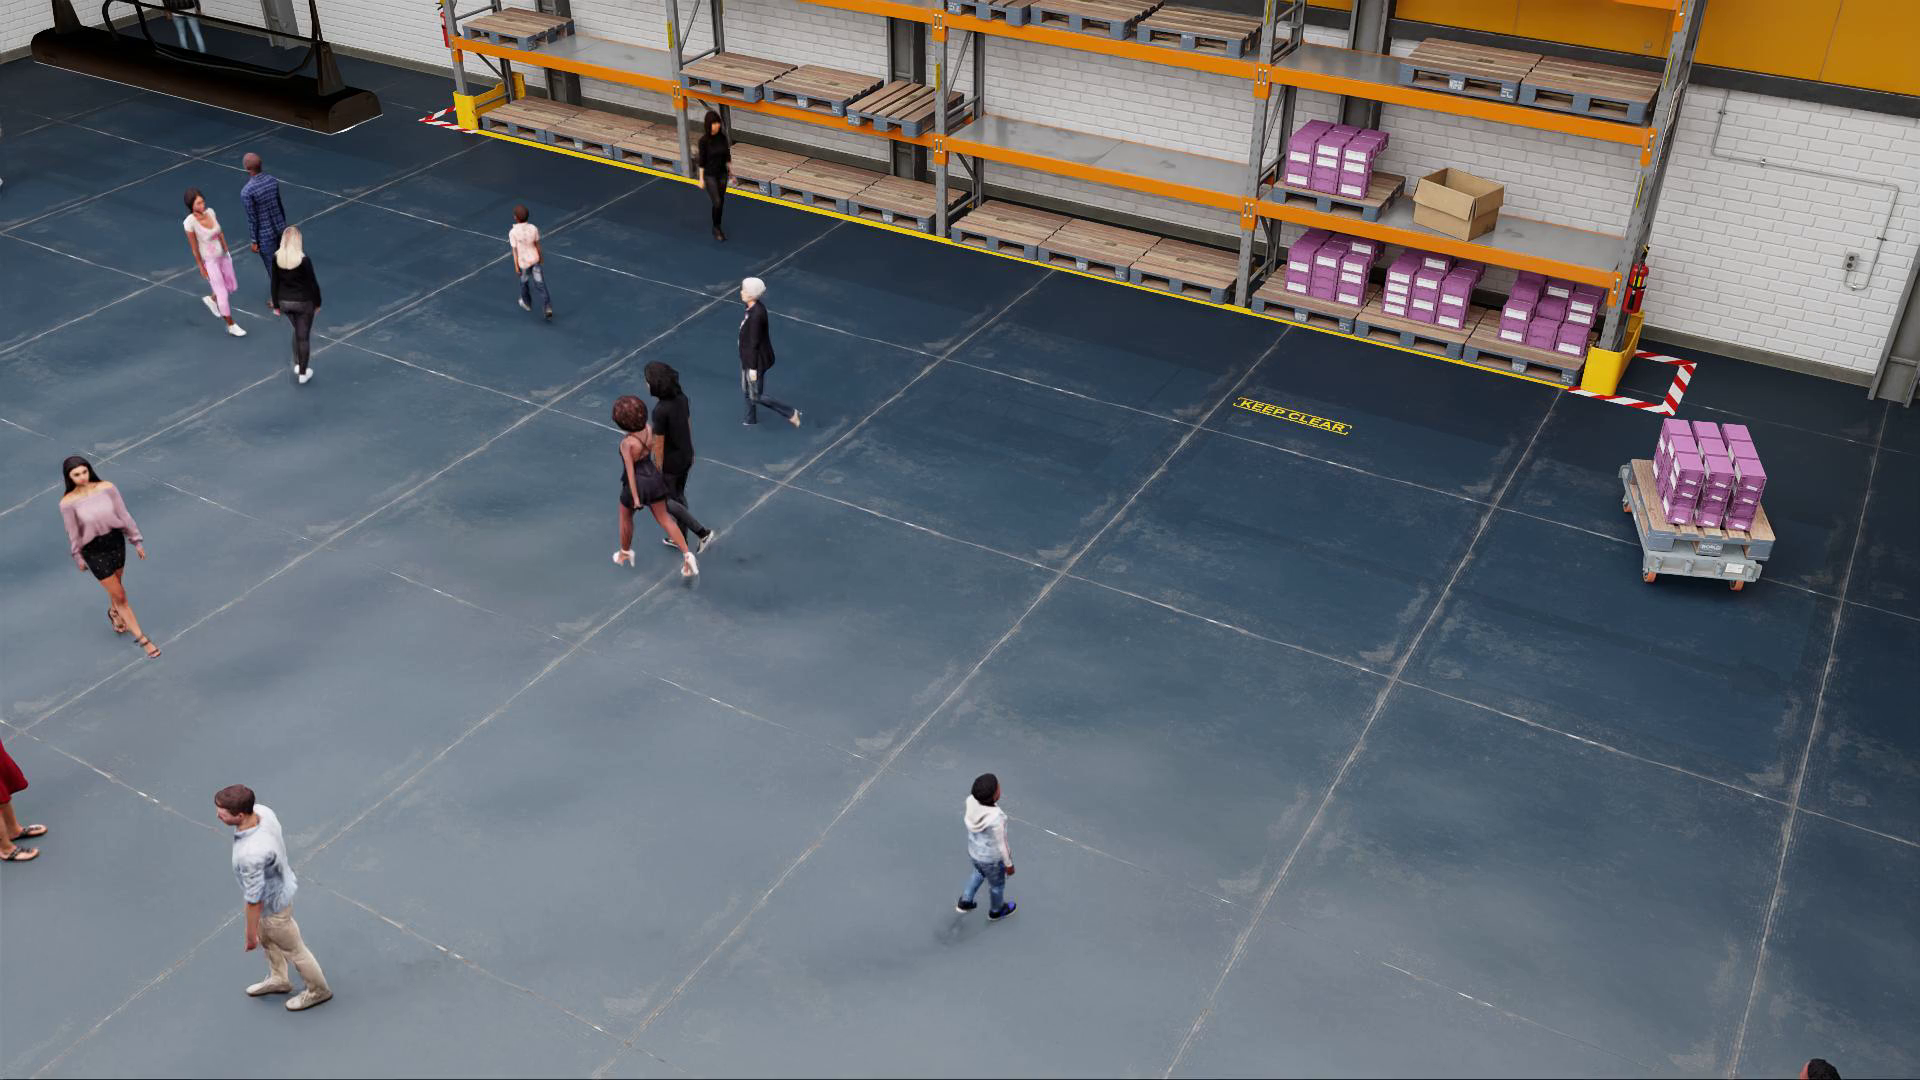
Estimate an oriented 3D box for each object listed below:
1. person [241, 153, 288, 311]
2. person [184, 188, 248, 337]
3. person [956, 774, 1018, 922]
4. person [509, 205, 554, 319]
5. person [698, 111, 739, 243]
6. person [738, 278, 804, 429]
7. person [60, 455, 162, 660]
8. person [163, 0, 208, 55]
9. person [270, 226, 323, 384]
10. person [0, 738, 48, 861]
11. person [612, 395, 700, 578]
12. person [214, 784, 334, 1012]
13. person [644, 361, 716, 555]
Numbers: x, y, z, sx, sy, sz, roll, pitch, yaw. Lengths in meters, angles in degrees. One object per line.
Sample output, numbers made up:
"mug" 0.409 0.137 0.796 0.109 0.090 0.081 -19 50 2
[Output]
"person" -7.746 -3.480 18.688 0.609 1.820 0.664 15 37 22
"person" -8.181 -3.036 18.106 0.866 1.724 0.652 9 35 14
"person" 0.150 2.043 10.892 0.679 1.251 0.651 -22 39 -29
"person" -4.796 -3.088 18.574 0.740 1.293 0.964 -21 39 -28
"person" -3.038 -4.471 20.347 0.664 1.633 0.650 -28 43 -35
"person" -1.972 -1.757 16.460 1.079 1.776 1.048 -3 34 -4
"person" -6.897 0.088 13.372 1.140 1.762 0.803 27 42 34
"person" -12.093 -8.251 25.867 0.744 1.819 0.766 -13 36 -19
"person" -6.866 -2.369 17.165 0.681 1.655 0.785 0 34 0
"person" -6.683 1.532 11.390 0.745 1.552 0.685 -7 34 -10
"person" -2.610 -0.412 14.137 1.092 1.748 0.552 19 38 26
"person" -4.116 2.179 10.158 0.940 1.838 0.880 -9 35 -13
"person" -2.410 -0.677 14.486 0.850 1.802 0.730 12 35 17
